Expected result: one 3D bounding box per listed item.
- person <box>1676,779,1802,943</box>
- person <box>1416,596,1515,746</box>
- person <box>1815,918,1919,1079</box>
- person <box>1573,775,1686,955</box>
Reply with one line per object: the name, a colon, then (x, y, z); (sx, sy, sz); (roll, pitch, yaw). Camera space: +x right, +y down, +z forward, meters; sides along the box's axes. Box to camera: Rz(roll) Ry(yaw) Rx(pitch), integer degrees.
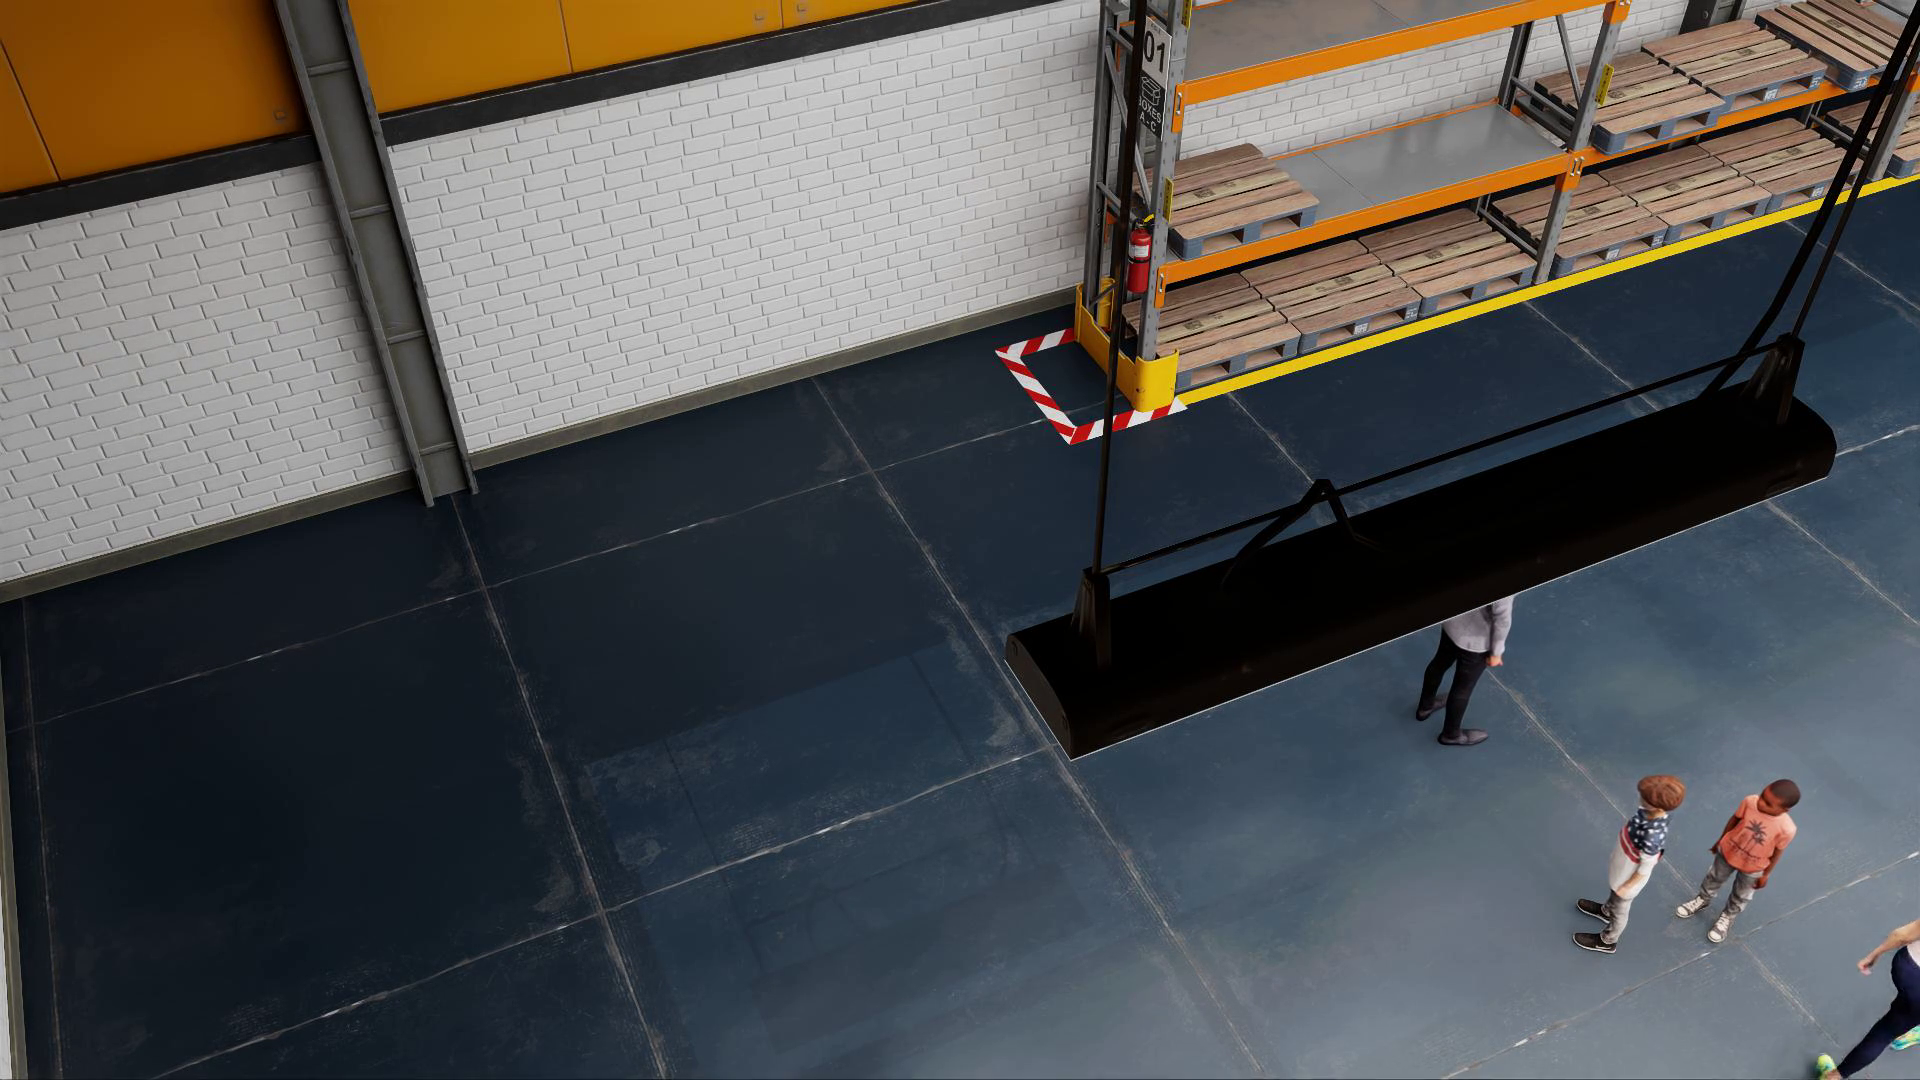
person: (4.466, 1.772, 9.431); (0.520, 1.310, 0.522); (-26, 49, -24)
person: (3.150, 0.521, 10.299); (0.625, 1.923, 0.736); (-15, 46, -16)
person: (4.881, 2.342, 8.587); (1.044, 1.648, 0.685); (-26, 50, -25)
person: (3.772, 1.792, 9.312); (0.639, 1.444, 0.576); (15, 46, 15)
